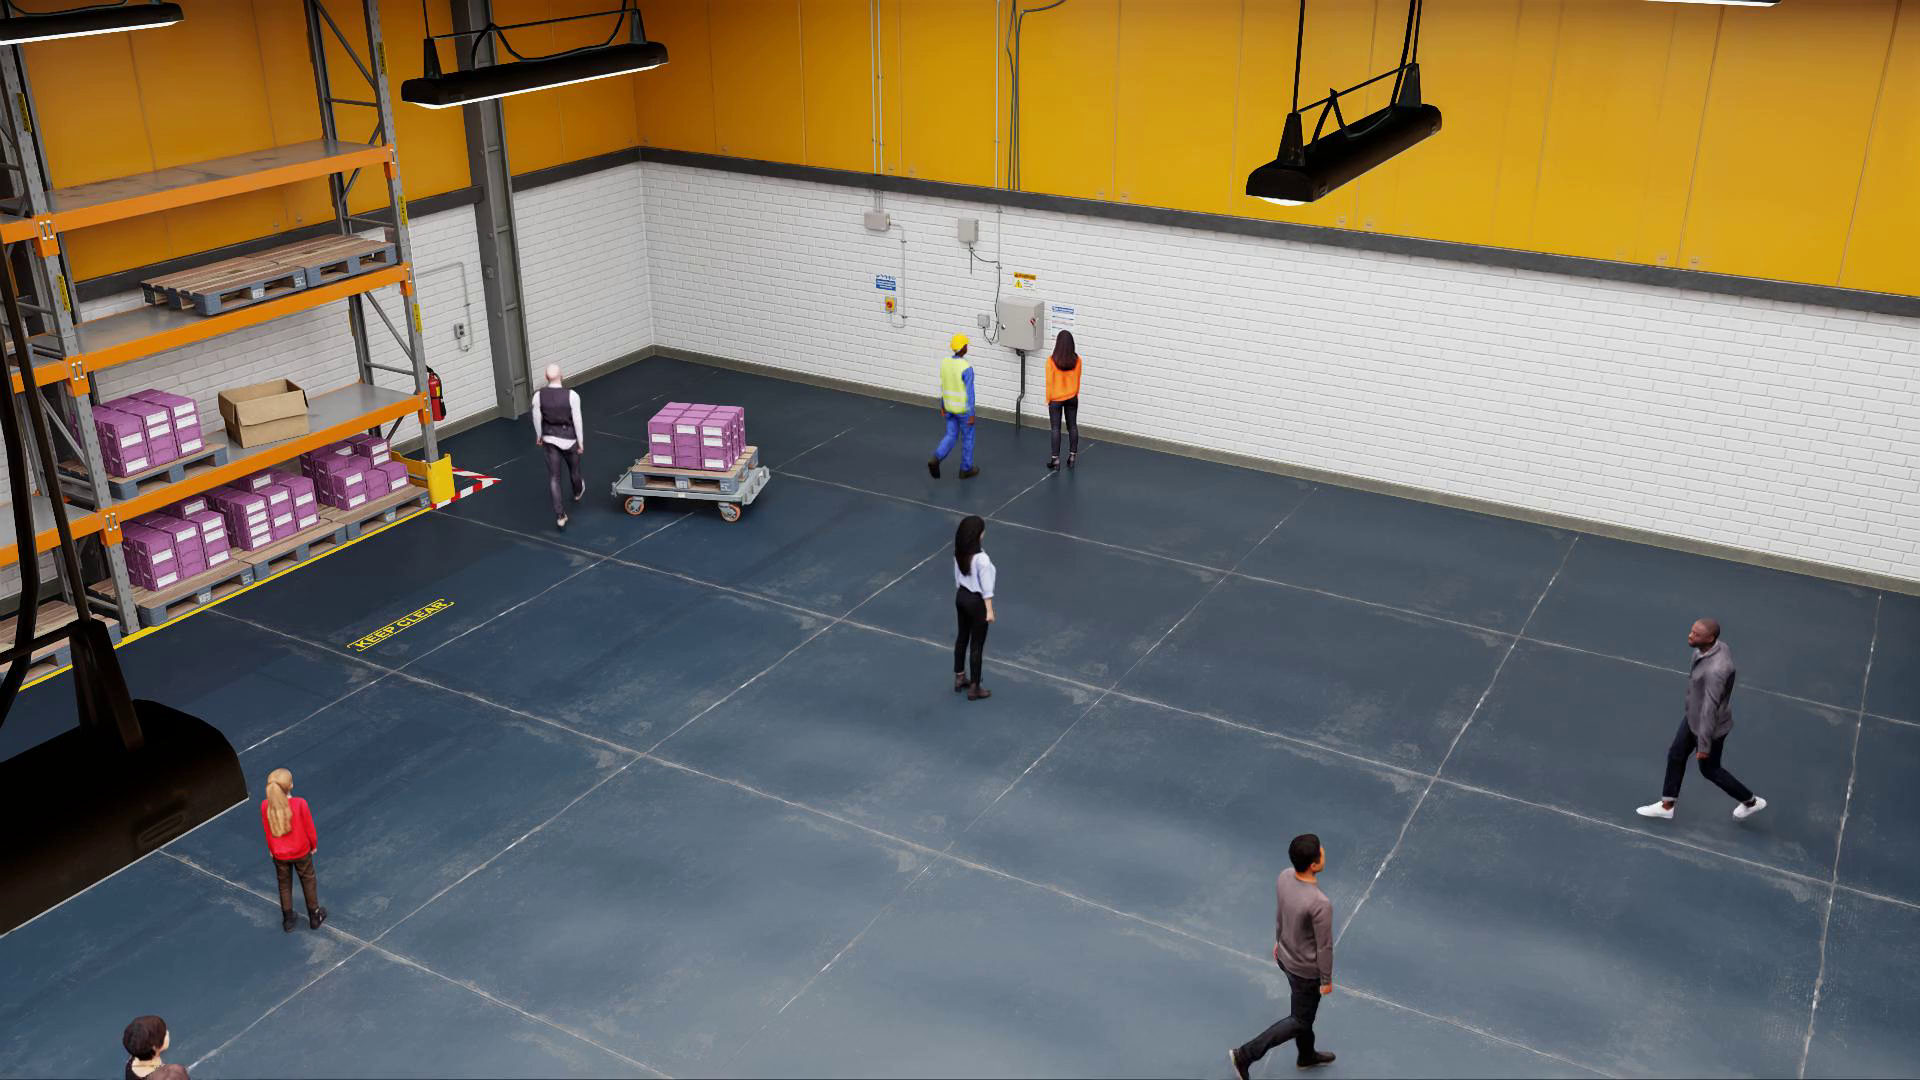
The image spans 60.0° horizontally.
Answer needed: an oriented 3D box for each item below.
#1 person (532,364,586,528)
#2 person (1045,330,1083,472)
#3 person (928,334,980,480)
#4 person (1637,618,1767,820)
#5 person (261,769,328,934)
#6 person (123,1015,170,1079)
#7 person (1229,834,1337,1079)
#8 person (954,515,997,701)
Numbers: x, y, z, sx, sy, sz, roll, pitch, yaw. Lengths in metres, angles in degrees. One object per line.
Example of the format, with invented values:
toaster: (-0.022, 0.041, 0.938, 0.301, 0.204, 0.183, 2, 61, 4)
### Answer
person: (-4.456, -1.010, 18.468, 1.164, 1.769, 1.325, -2, 24, -5)
person: (1.249, -1.697, 20.067, 0.689, 1.749, 0.768, -9, 25, -19)
person: (-0.066, -1.531, 19.624, 0.792, 1.799, 1.061, 20, 30, 38)
person: (5.879, 1.444, 12.864, 1.083, 1.762, 1.216, 3, 24, 8)
person: (-4.730, 2.185, 11.767, 0.577, 1.282, 0.623, -3, 24, -6)
person: (-4.359, 3.273, 8.981, 0.678, 1.520, 0.994, 19, 30, 36)
person: (2.024, 2.609, 10.214, 1.111, 1.750, 1.039, -13, 27, -28)
person: (0.103, 0.590, 14.836, 0.692, 1.746, 0.726, -18, 29, -35)
